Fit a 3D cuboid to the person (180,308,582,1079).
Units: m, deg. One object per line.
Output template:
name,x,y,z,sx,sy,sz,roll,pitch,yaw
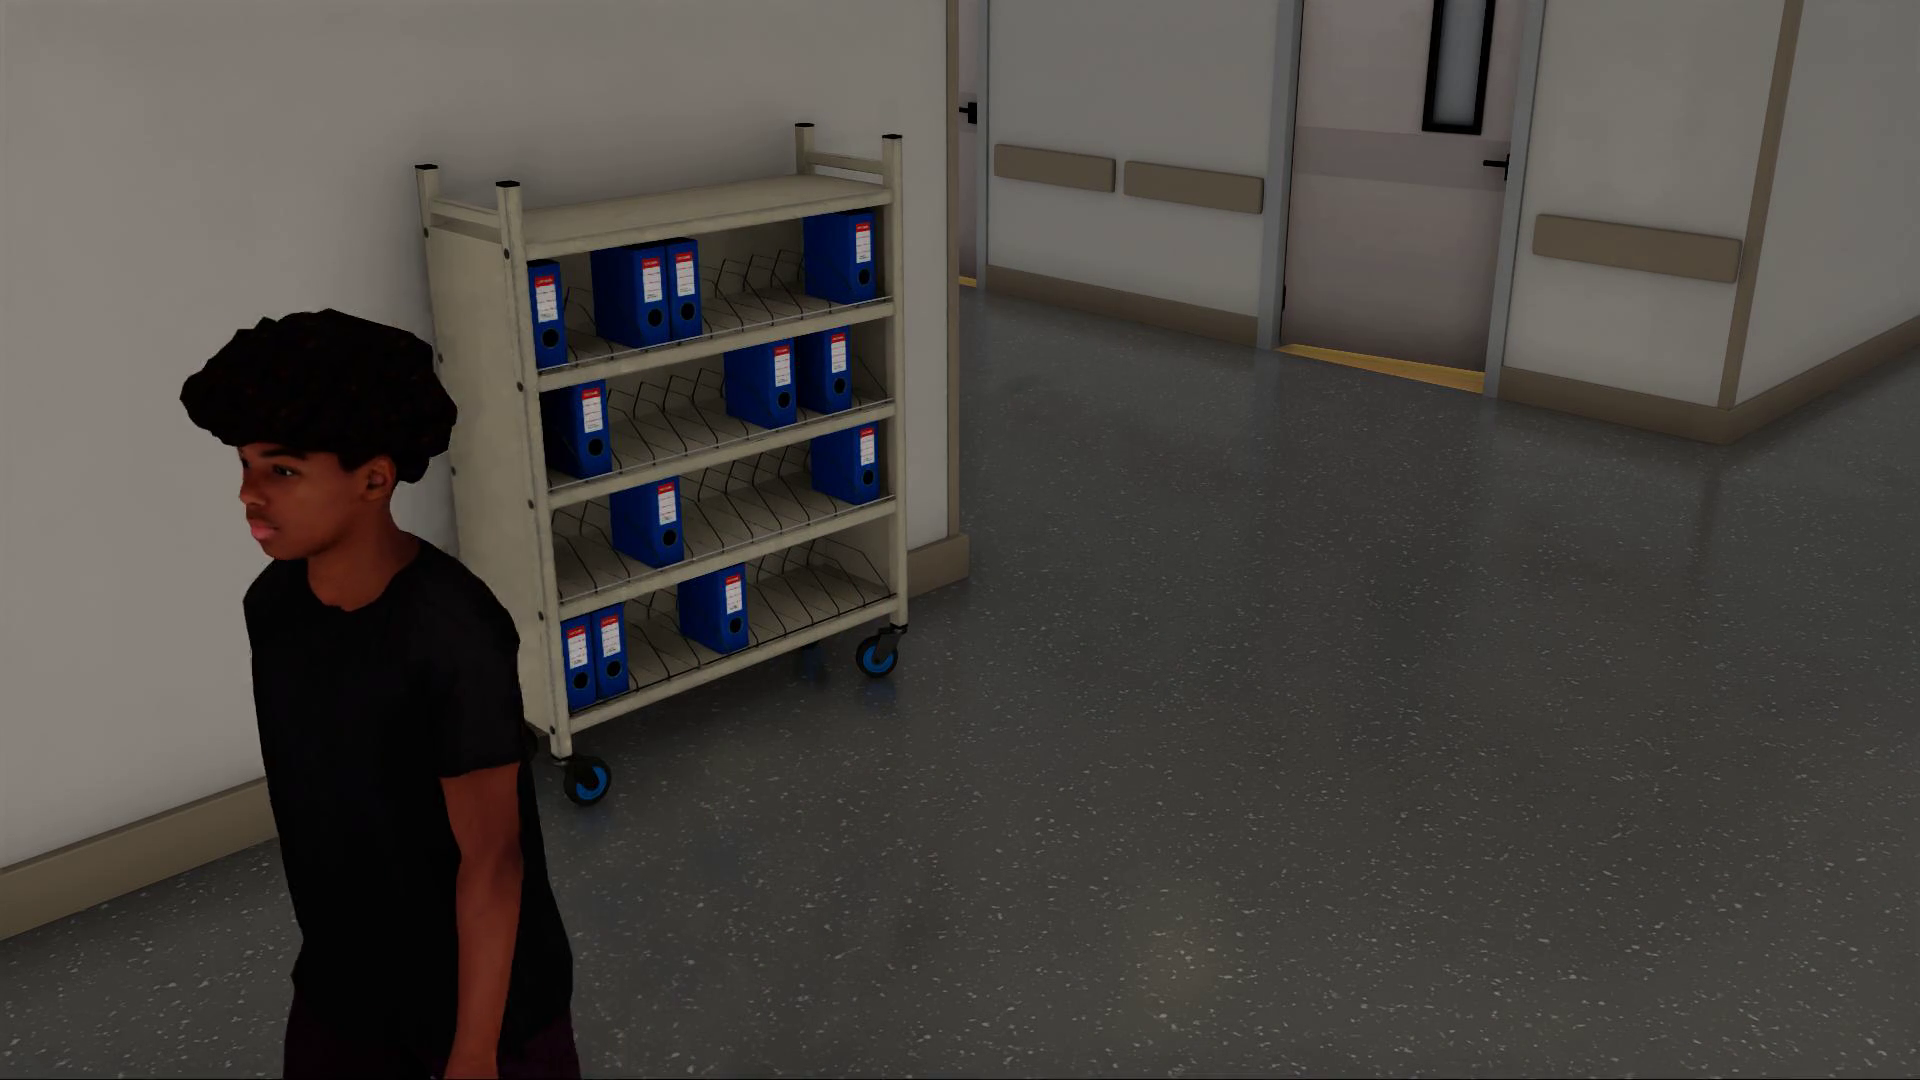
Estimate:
person,-0.690,0.549,2.346,0.890,1.739,1.170,9,23,23
